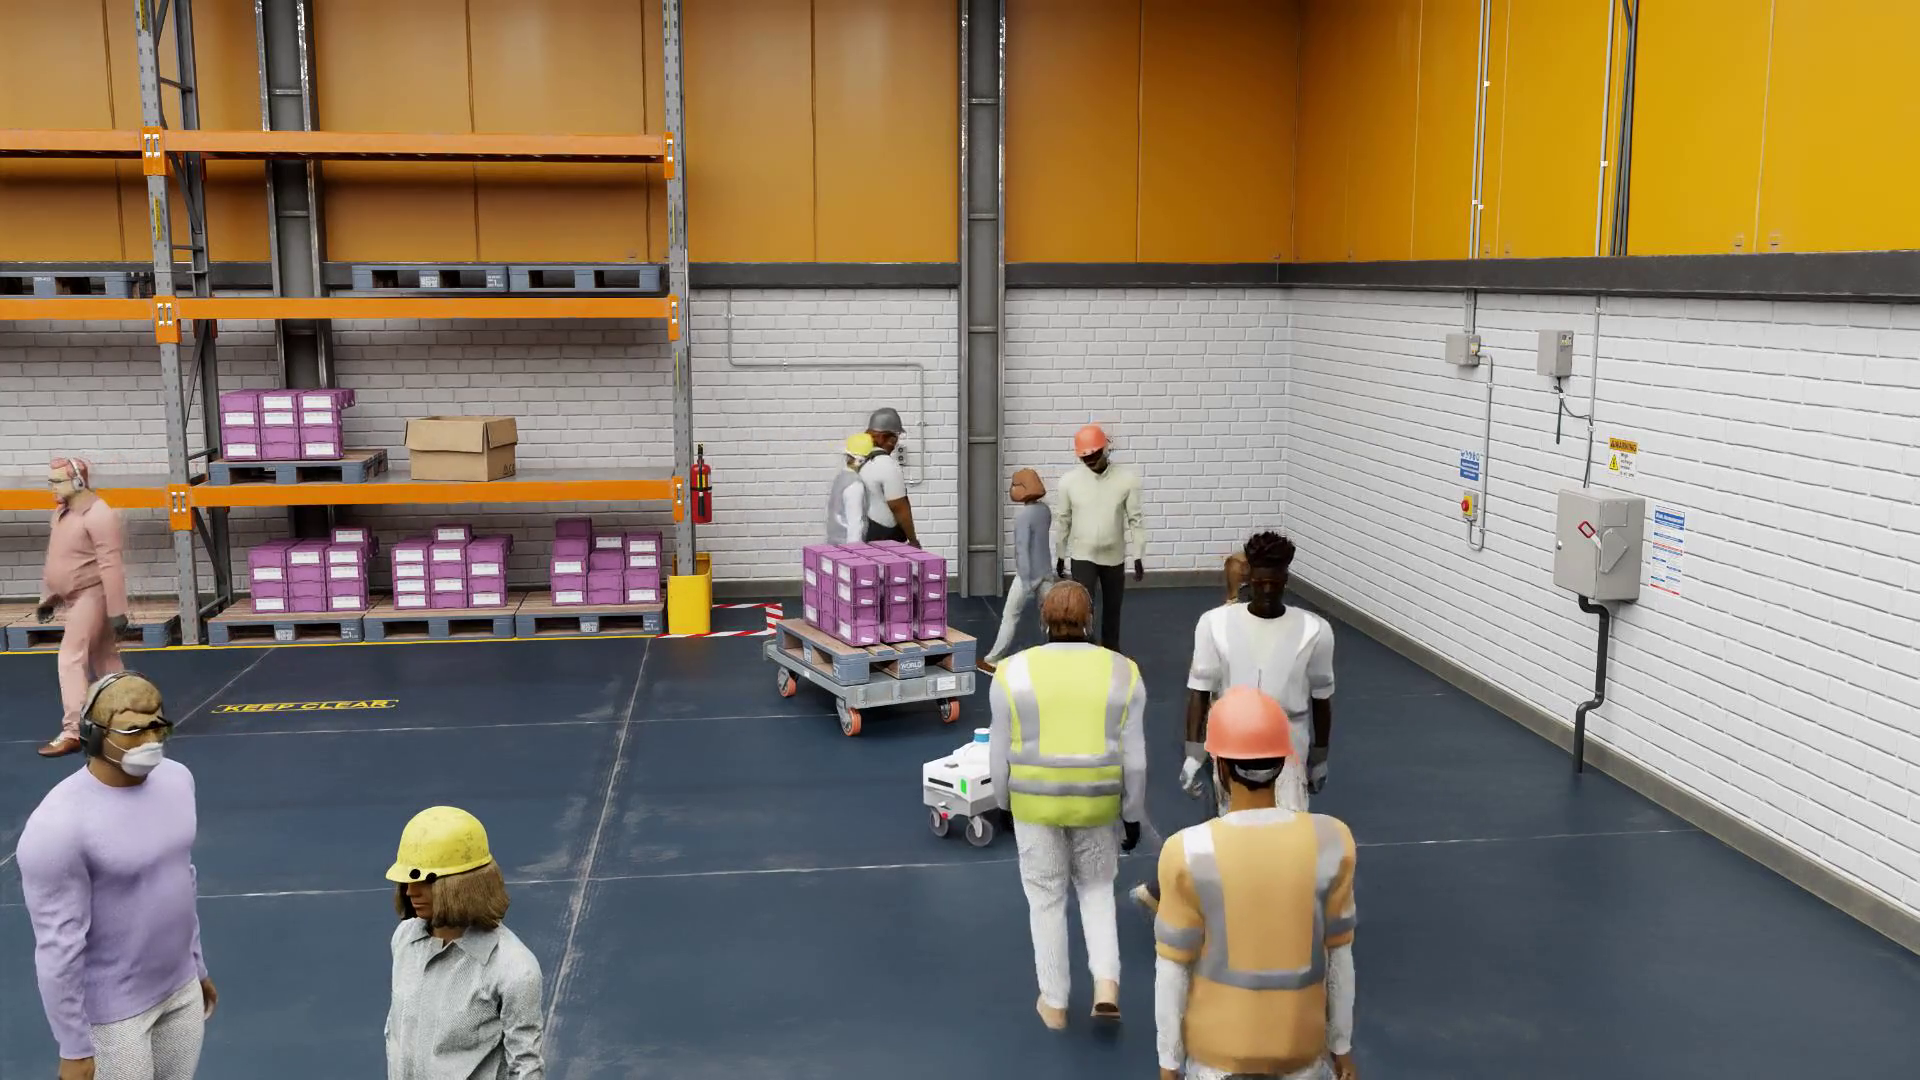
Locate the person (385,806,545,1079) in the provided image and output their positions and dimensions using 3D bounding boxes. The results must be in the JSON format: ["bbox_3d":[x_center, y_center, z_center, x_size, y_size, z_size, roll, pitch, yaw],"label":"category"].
[{"bbox_3d":[-1.251,1.505,4.150,0.484,1.745,0.296,5,10,28],"label":"person"}]

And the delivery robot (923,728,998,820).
[{"bbox_3d":[0.126,1.268,9.035,0.477,0.478,0.707,8,12,41],"label":"delivery robot"}]

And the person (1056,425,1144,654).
[{"bbox_3d":[1.032,0.107,12.293,0.646,1.947,0.733,-1,9,-3],"label":"person"}]

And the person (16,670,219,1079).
[{"bbox_3d":[-2.355,1.315,4.736,0.353,1.936,0.633,1,9,9],"label":"person"}]

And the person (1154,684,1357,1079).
[{"bbox_3d":[0.808,1.358,4.512,0.571,1.922,0.574,-1,9,-4],"label":"person"}]

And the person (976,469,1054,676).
[{"bbox_3d":[0.474,0.265,12.352,0.852,1.590,0.500,6,11,35],"label":"person"}]

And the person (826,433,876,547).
[{"bbox_3d":[-0.873,0.079,12.873,0.587,1.810,0.635,-2,9,-14],"label":"person"}]

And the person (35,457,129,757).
[{"bbox_3d":[-5.666,0.414,10.578,0.811,1.875,0.647,-9,13,-44],"label":"person"}]

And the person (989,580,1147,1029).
[{"bbox_3d":[0.422,1.068,6.656,0.625,1.825,0.439,-1,9,-4],"label":"person"}]

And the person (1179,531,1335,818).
[{"bbox_3d":[1.261,0.934,7.098,0.617,1.934,0.800,3,9,16],"label":"person"}]

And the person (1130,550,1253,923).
[{"bbox_3d":[1.122,0.933,7.496,0.596,1.820,0.551,-1,9,-4],"label":"person"}]

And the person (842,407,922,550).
[{"bbox_3d":[-0.565,-0.064,13.022,0.982,2.000,0.702,-5,10,-29],"label":"person"}]
